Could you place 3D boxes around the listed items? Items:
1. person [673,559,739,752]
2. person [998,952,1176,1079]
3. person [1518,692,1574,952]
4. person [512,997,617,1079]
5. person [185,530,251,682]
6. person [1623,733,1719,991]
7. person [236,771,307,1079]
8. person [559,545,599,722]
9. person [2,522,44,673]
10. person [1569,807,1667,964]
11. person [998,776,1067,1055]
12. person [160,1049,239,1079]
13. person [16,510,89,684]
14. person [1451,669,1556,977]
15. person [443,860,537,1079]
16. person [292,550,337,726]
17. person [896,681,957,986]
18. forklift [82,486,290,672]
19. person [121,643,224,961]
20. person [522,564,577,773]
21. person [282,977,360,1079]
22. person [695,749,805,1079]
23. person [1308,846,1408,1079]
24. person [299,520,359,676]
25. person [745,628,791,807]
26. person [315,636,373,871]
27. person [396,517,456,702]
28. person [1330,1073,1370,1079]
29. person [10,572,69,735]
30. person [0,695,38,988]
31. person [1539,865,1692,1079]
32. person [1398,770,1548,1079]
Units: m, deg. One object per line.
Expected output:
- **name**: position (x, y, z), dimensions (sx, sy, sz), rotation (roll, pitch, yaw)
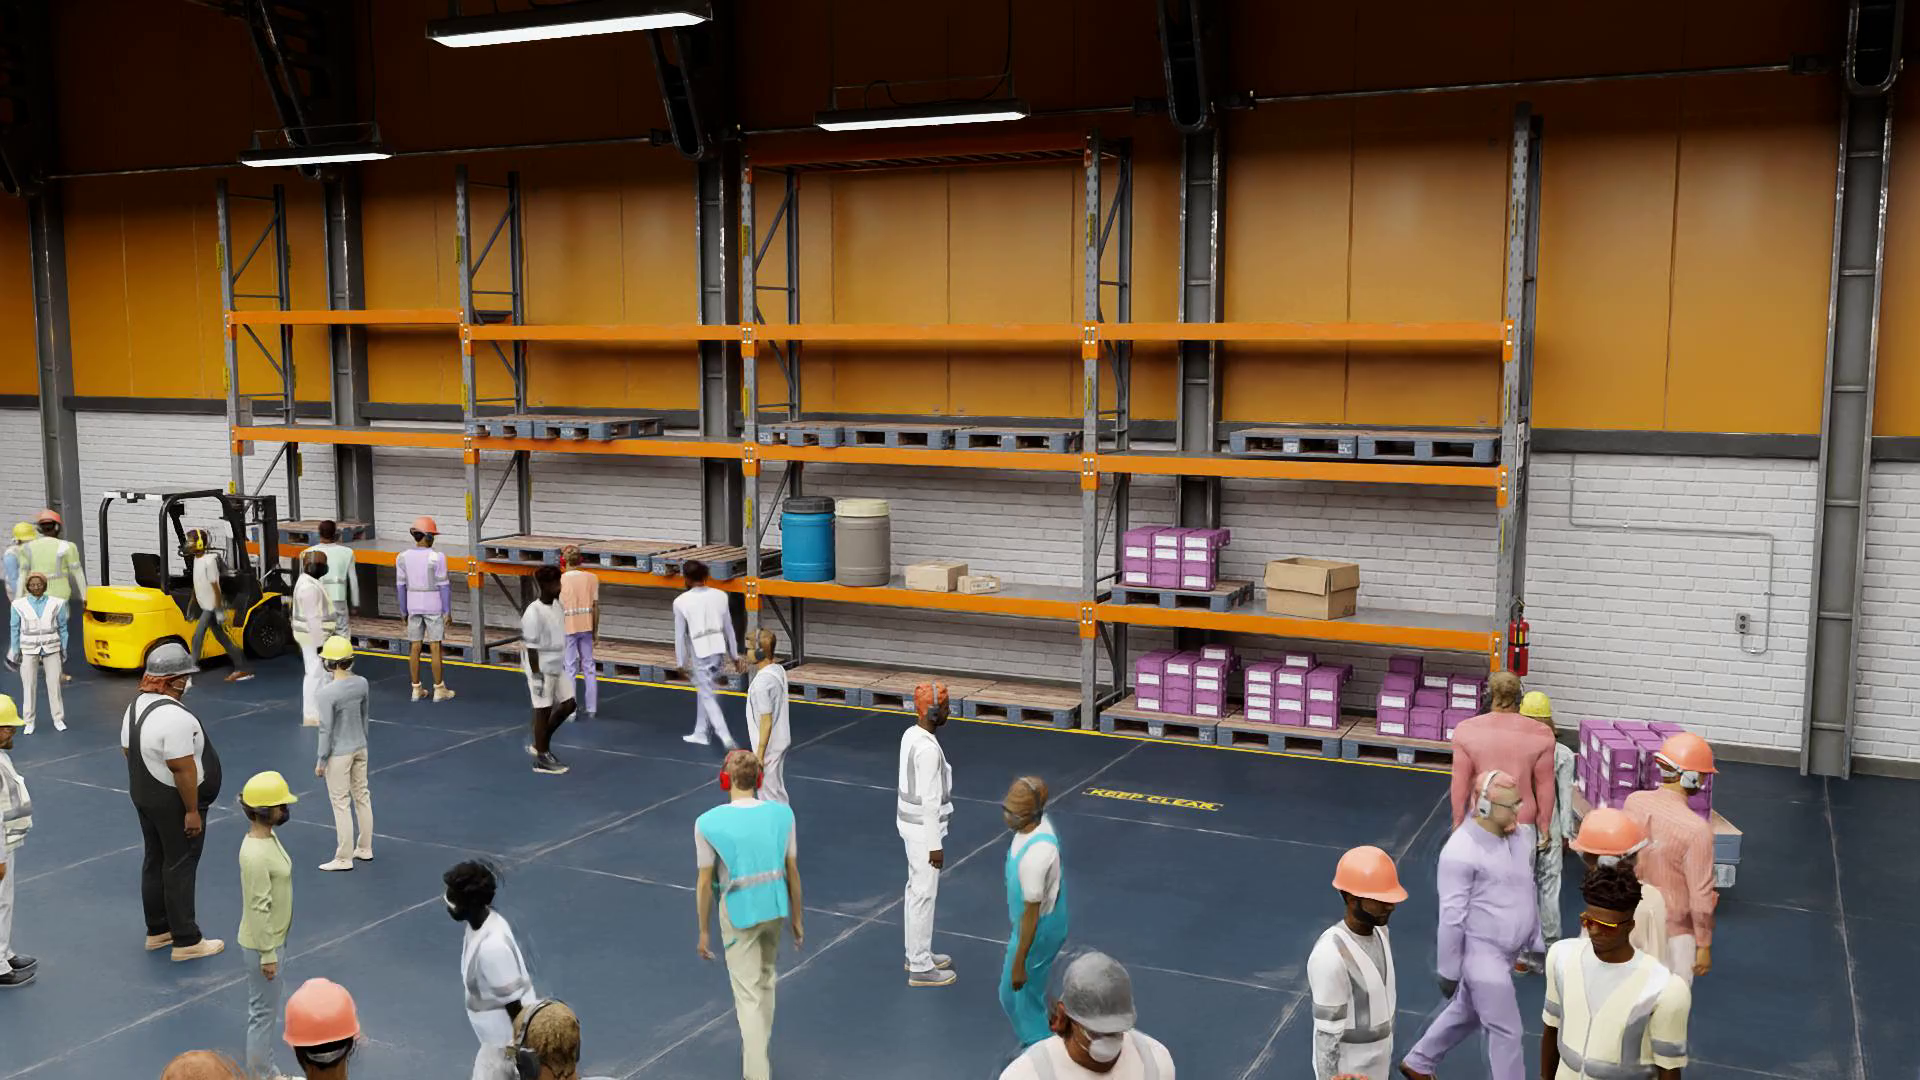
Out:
- **person**: position (-2.414, 1.120, 16.057), dimensions (0.636, 1.871, 0.884), rotation (-7, 10, -44)
- **person**: position (0.418, 2.295, 5.597), dimensions (0.694, 2.000, 1.028), rotation (-2, 7, -17)
- **person**: position (3.665, 1.833, 10.674), dimensions (0.486, 1.738, 0.320), rotation (2, 7, 17)
- **person**: position (-1.267, 2.393, 5.264), dimensions (0.381, 1.929, 0.635), rotation (4, 8, 28)
- **person**: position (-8.661, 0.777, 19.077), dimensions (0.995, 1.813, 0.538), rotation (-5, 9, -37)
- **person**: position (3.656, 1.967, 8.575), dimensions (0.412, 1.980, 0.630), rotation (-2, 7, -17)
- **person**: position (-3.561, 2.067, 8.609), dimensions (0.315, 1.767, 0.533), rotation (-2, 7, -19)
- **person**: position (-4.016, 0.979, 17.315), dimensions (0.570, 1.845, 0.417), rotation (-6, 9, -39)
- **person**: position (-11.183, 0.681, 19.901), dimensions (0.432, 1.821, 0.603), rotation (0, 7, -2)
- **person**: position (2.768, 2.124, 7.308), dimensions (0.664, 1.957, 0.876), rotation (-6, 9, -40)
- **person**: position (0.367, 2.061, 8.565), dimensions (0.391, 1.799, 0.602), rotation (-1, 7, -5)
- **person**: position (-2.439, 2.503, 5.629), dimensions (0.606, 1.613, 0.516), rotation (-3, 7, -21)
- **person**: position (-10.536, 0.655, 19.343), dimensions (0.755, 1.983, 0.859), rotation (-1, 7, -8)
- **person**: position (3.385, 1.766, 10.407), dimensions (0.627, 1.935, 0.371), rotation (2, 7, 16)
- **person**: position (-2.081, 2.247, 7.664), dimensions (0.948, 1.632, 0.569), rotation (-2, 7, -19)
- **person**: position (-6.584, 1.007, 17.121), dimensions (0.519, 1.822, 0.650), rotation (-2, 7, -17)
- **person**: position (-0.209, 1.806, 10.308), dimensions (0.360, 1.880, 0.575), rotation (-1, 7, -11)
- **forklift**: position (-9.426, 0.454, 20.179), dimensions (1.214, 2.155, 2.313), rotation (3, 8, 26)
- **person**: position (-5.065, 1.668, 10.777), dimensions (0.688, 2.000, 0.536), rotation (6, 9, 39)
- **person**: position (-3.751, 1.175, 15.212), dimensions (0.423, 1.948, 0.645), rotation (2, 7, 13)
- **person**: position (-2.052, 2.372, 5.428), dimensions (0.561, 1.922, 0.399), rotation (-4, 8, -32)
- **person**: position (-1.100, 2.036, 8.831), dimensions (0.574, 1.793, 0.697), rotation (-5, 8, -34)
- **person**: position (1.643, 2.196, 6.837), dimensions (0.365, 1.935, 0.552), rotation (5, 9, 36)
- **person**: position (-7.285, 0.723, 19.152), dimensions (0.661, 1.905, 0.420), rotation (-3, 7, -22)
- **person**: position (-1.437, 1.567, 12.415), dimensions (0.327, 1.842, 0.517), rotation (1, 7, 9)
- **person**: position (-4.639, 1.595, 12.495), dimensions (0.309, 1.772, 0.525), rotation (2, 7, 18)
- **person**: position (-5.866, 0.762, 18.289), dimensions (0.605, 2.035, 0.392), rotation (1, 7, 12)
- **person**: position (1.145, 2.468, 4.894), dimensions (0.573, 1.861, 0.576), rotation (5, 8, 34)
- **person**: position (-9.303, 1.134, 16.829), dimensions (0.514, 1.641, 0.309), rotation (-5, 8, -34)
- **person**: position (-5.921, 1.847, 10.225), dimensions (0.403, 1.817, 0.605), rotation (-4, 8, -31)
- **person**: position (2.538, 2.222, 6.534), dimensions (0.369, 1.958, 0.604), rotation (-5, 9, -37)
- **person**: position (2.620, 2.049, 8.368), dimensions (0.960, 1.870, 0.642), rotation (6, 9, 42)
